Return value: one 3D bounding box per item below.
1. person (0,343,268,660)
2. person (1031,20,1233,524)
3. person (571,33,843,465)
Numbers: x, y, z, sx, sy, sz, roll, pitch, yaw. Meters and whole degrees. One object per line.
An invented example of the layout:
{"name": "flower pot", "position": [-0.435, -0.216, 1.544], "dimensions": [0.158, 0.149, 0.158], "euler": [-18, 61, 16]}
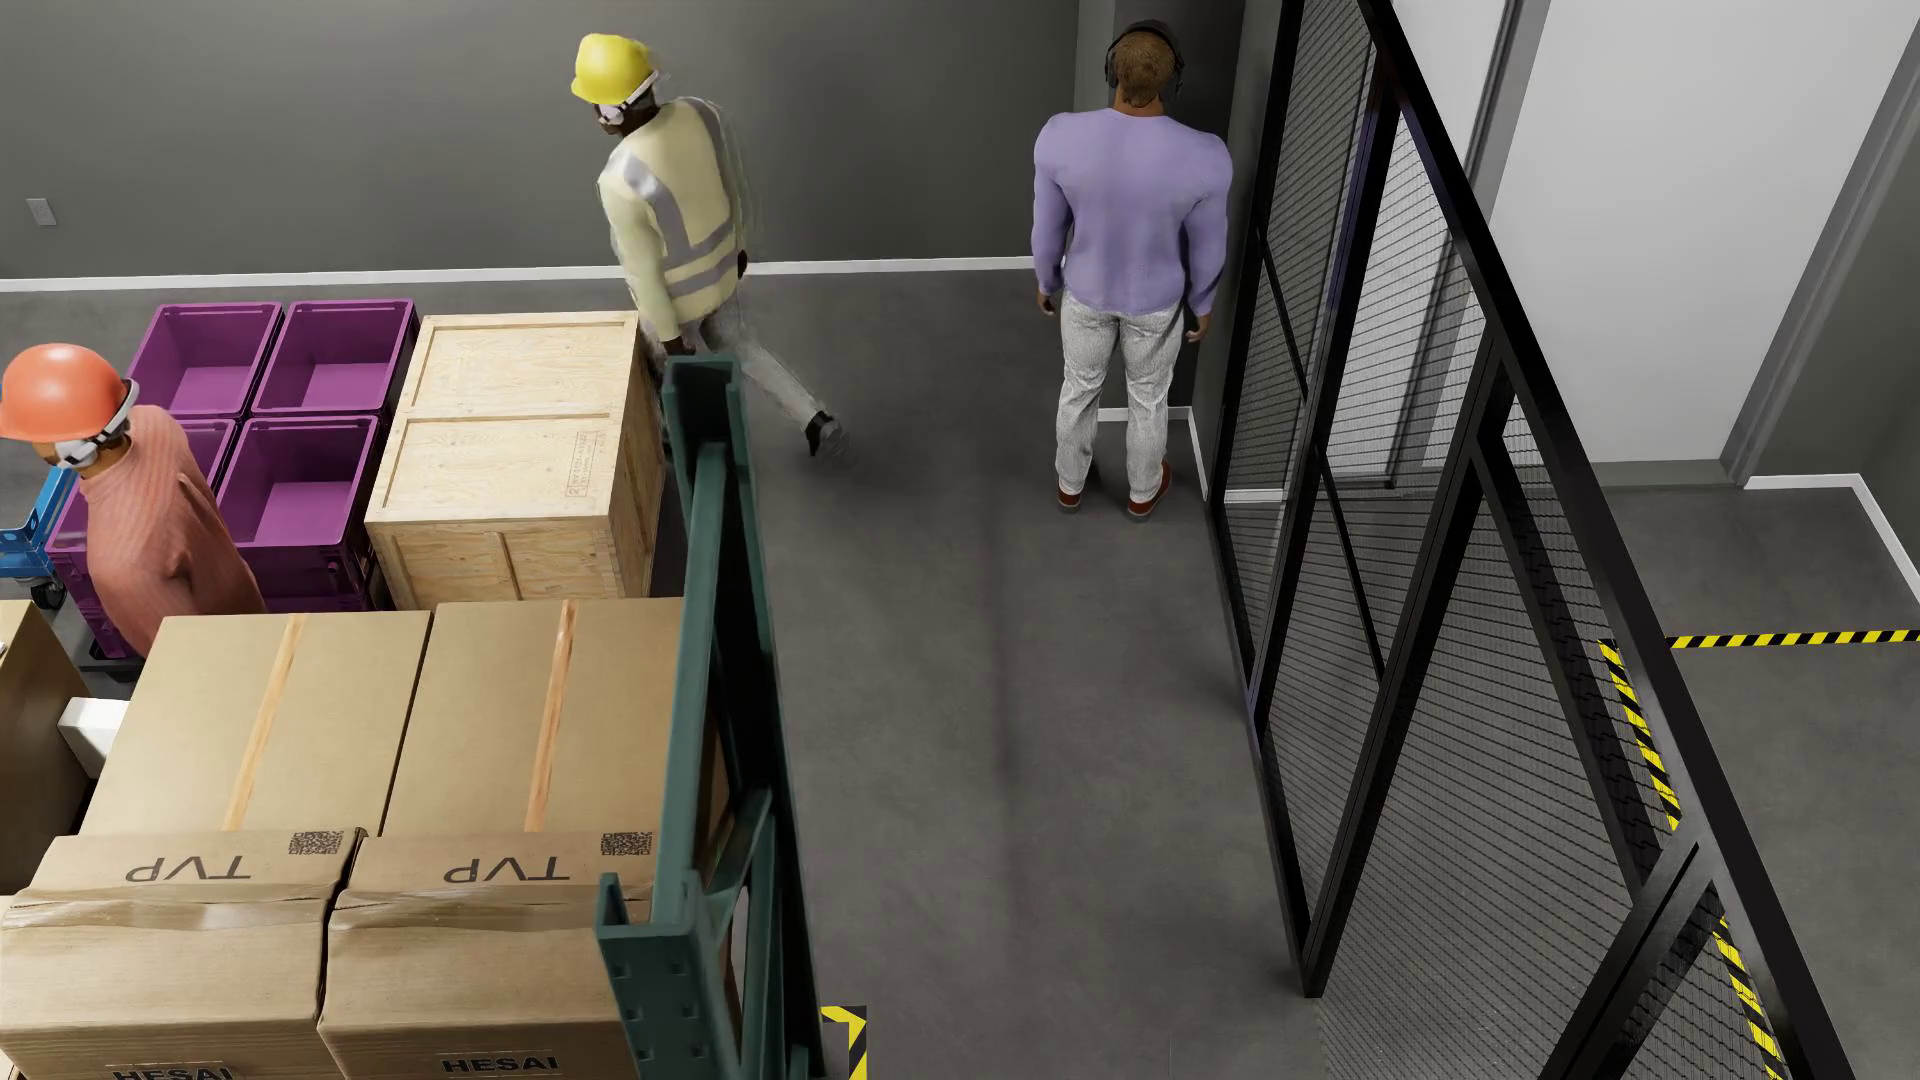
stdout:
{"name": "person", "position": [-2.046, 0.266, 4.464], "dimensions": [0.389, 1.996, 0.612], "euler": [-10, 47, -10]}
{"name": "person", "position": [0.551, -0.835, 5.554], "dimensions": [0.636, 1.939, 0.364], "euler": [10, 47, 9]}
{"name": "person", "position": [-0.862, -0.887, 5.711], "dimensions": [0.774, 1.791, 0.608], "euler": [20, 50, 18]}
